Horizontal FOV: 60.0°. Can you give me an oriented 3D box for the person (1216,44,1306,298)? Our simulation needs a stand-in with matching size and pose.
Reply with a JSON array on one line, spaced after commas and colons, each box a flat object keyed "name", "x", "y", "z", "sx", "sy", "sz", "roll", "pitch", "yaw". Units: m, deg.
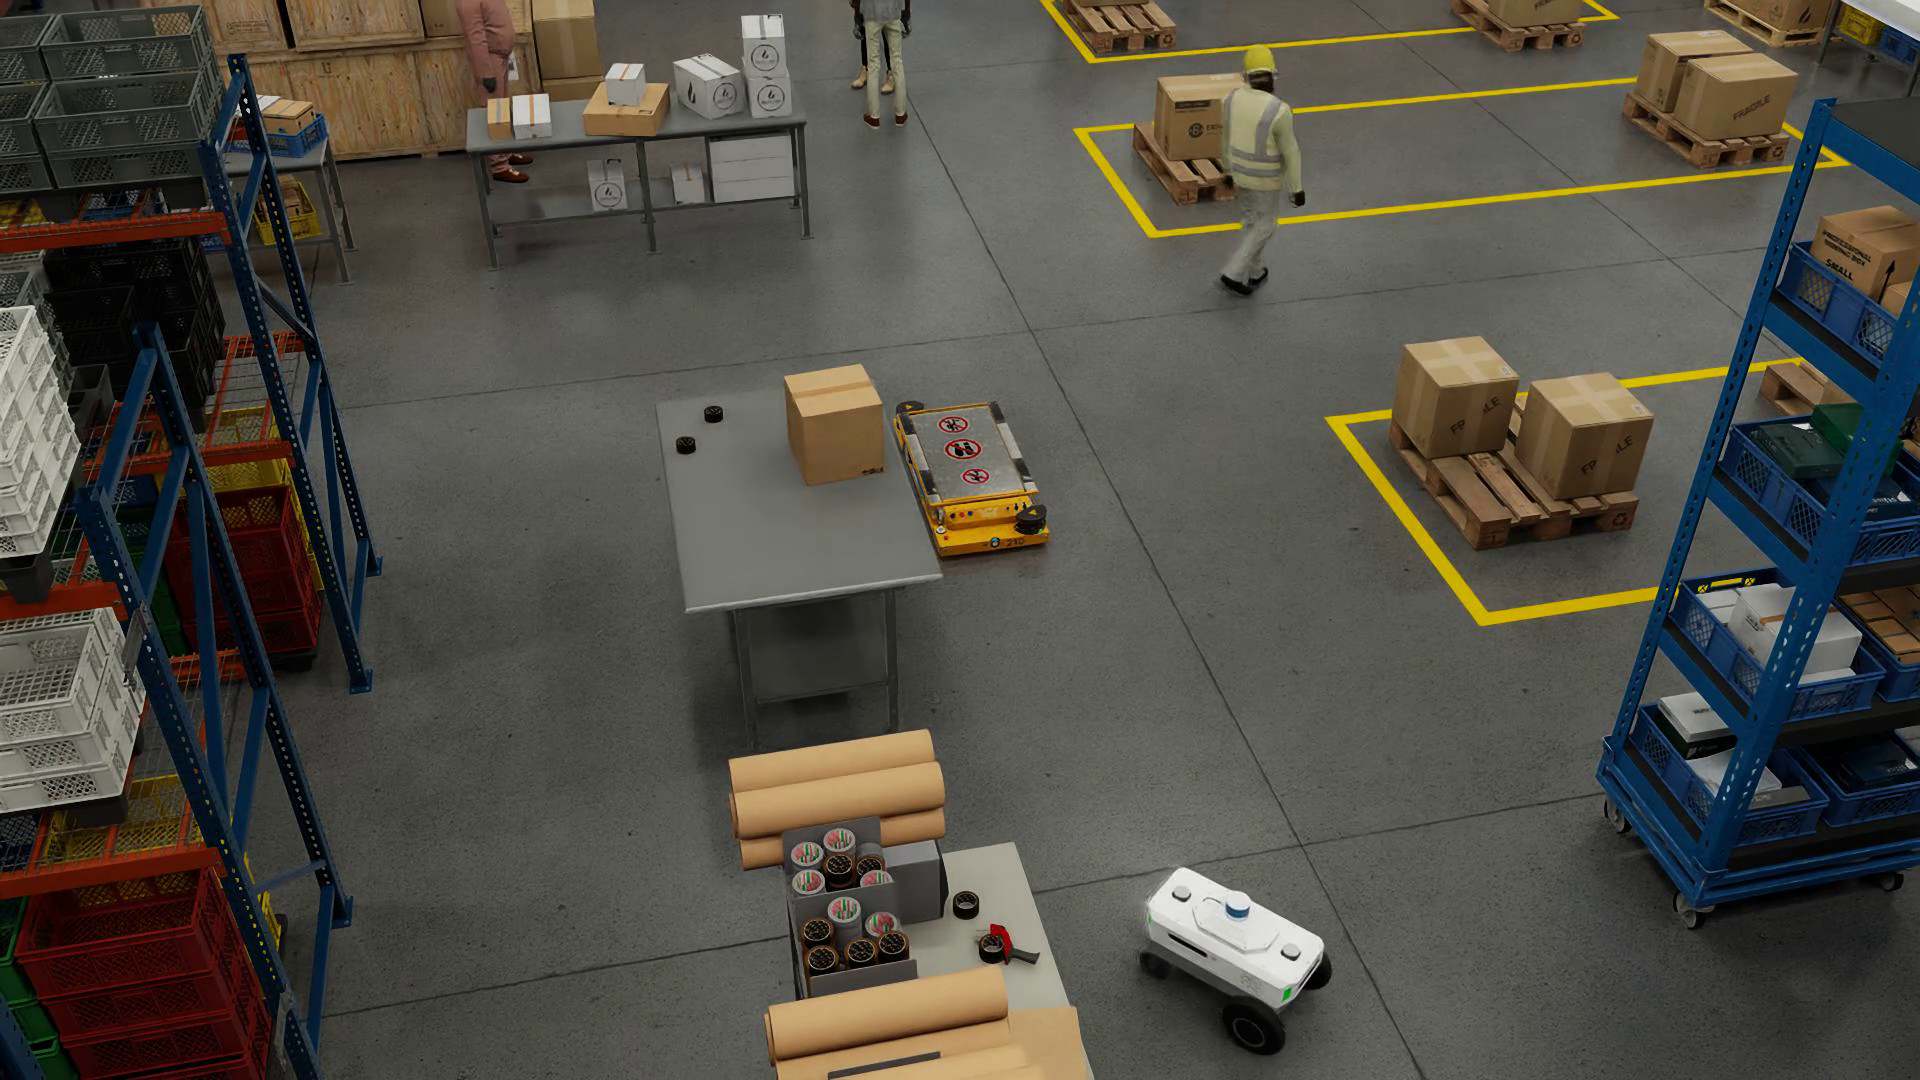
[{"name": "person", "x": 2.093, "y": -2.552, "z": 11.688, "sx": 0.564, "sy": 1.798, "sz": 0.673, "roll": -24, "pitch": 43, "yaw": -29}]

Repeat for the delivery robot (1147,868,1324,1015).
[{"name": "delivery robot", "x": 1.142, "y": 1.671, "z": 6.973, "sx": 0.707, "sy": 0.478, "sz": 0.477, "roll": 24, "pitch": 43, "yaw": 29}]

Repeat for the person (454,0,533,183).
[{"name": "person", "x": -3.737, "y": -3.843, "z": 13.335, "sx": 0.405, "sy": 1.911, "sz": 0.636, "roll": -3, "pitch": 37, "yaw": -3}]

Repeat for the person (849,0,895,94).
[{"name": "person", "x": -0.764, "y": -4.852, "z": 14.863, "sx": 0.535, "sy": 1.700, "sz": 0.318, "roll": 17, "pitch": 40, "yaw": 21}]

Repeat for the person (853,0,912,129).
[{"name": "person", "x": -0.663, "y": -4.437, "z": 14.169, "sx": 0.513, "sy": 1.867, "sz": 0.328, "roll": -7, "pitch": 37, "yaw": -9}]

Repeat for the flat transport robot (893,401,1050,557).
[{"name": "flat transport robot", "x": 0.046, "y": -0.430, "z": 10.108, "sx": 0.652, "sy": 0.197, "sz": 1.431, "roll": -8, "pitch": 37, "yaw": -10}]
